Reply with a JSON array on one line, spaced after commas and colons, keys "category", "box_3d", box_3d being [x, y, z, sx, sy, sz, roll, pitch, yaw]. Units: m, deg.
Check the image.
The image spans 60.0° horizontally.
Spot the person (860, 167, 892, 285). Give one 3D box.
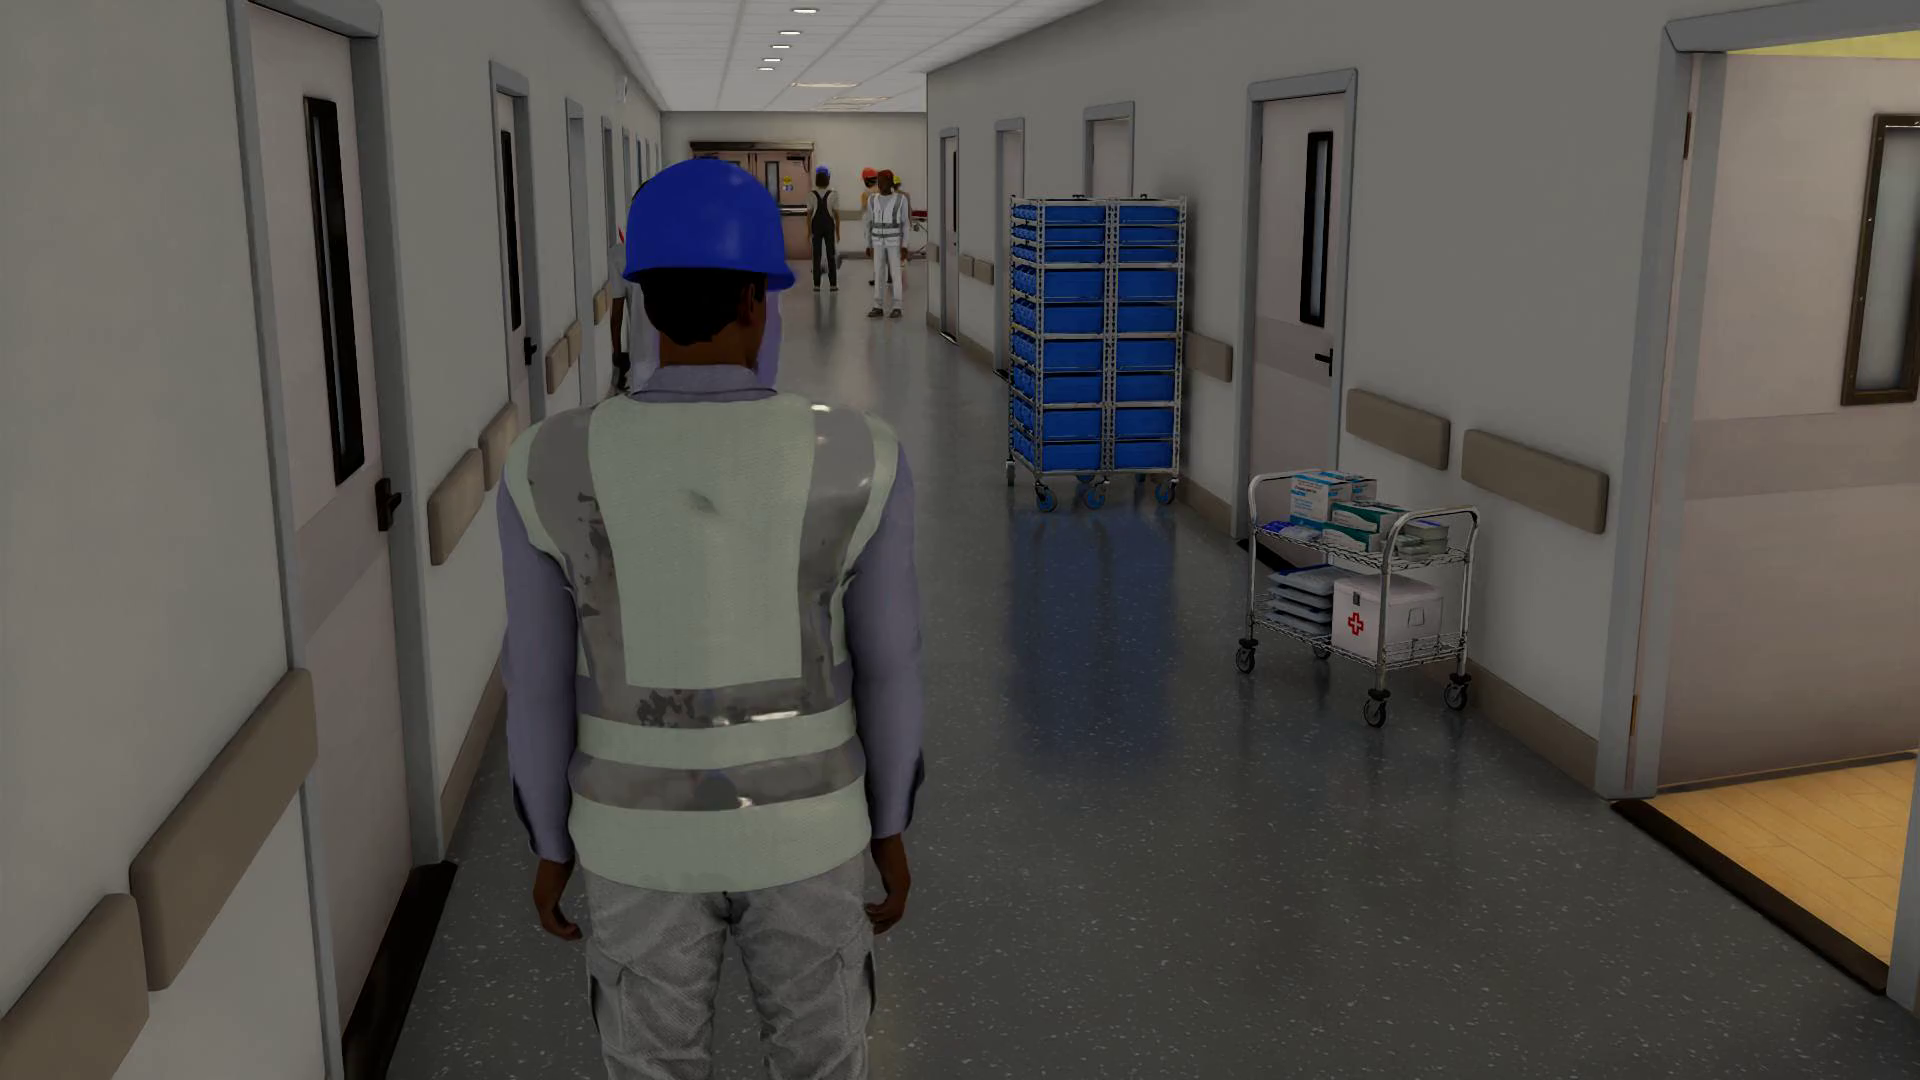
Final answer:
[{"category": "person", "box_3d": [-1.352, -5.086, 27.041, 0.577, 1.908, 0.596, -11, 17, -41]}]

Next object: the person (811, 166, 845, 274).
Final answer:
[{"category": "person", "box_3d": [-2.401, -5.793, 30.126, 0.642, 1.931, 0.627, -7, 14, -27]}]

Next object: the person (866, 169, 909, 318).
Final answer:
[{"category": "person", "box_3d": [-0.940, -3.799, 21.376, 0.585, 1.880, 0.337, 5, 14, 20]}]

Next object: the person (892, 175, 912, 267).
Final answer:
[{"category": "person", "box_3d": [-1.211, -6.138, 32.027, 0.572, 1.748, 0.578, 2, 13, 8]}]

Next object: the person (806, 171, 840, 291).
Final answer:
[{"category": "person", "box_3d": [-2.124, -4.783, 25.830, 0.511, 1.842, 0.327, -1, 13, -3]}]

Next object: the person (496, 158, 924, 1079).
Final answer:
[{"category": "person", "box_3d": [-0.357, 0.424, 2.491, 0.606, 1.940, 0.409, -2, 13, -7]}]
